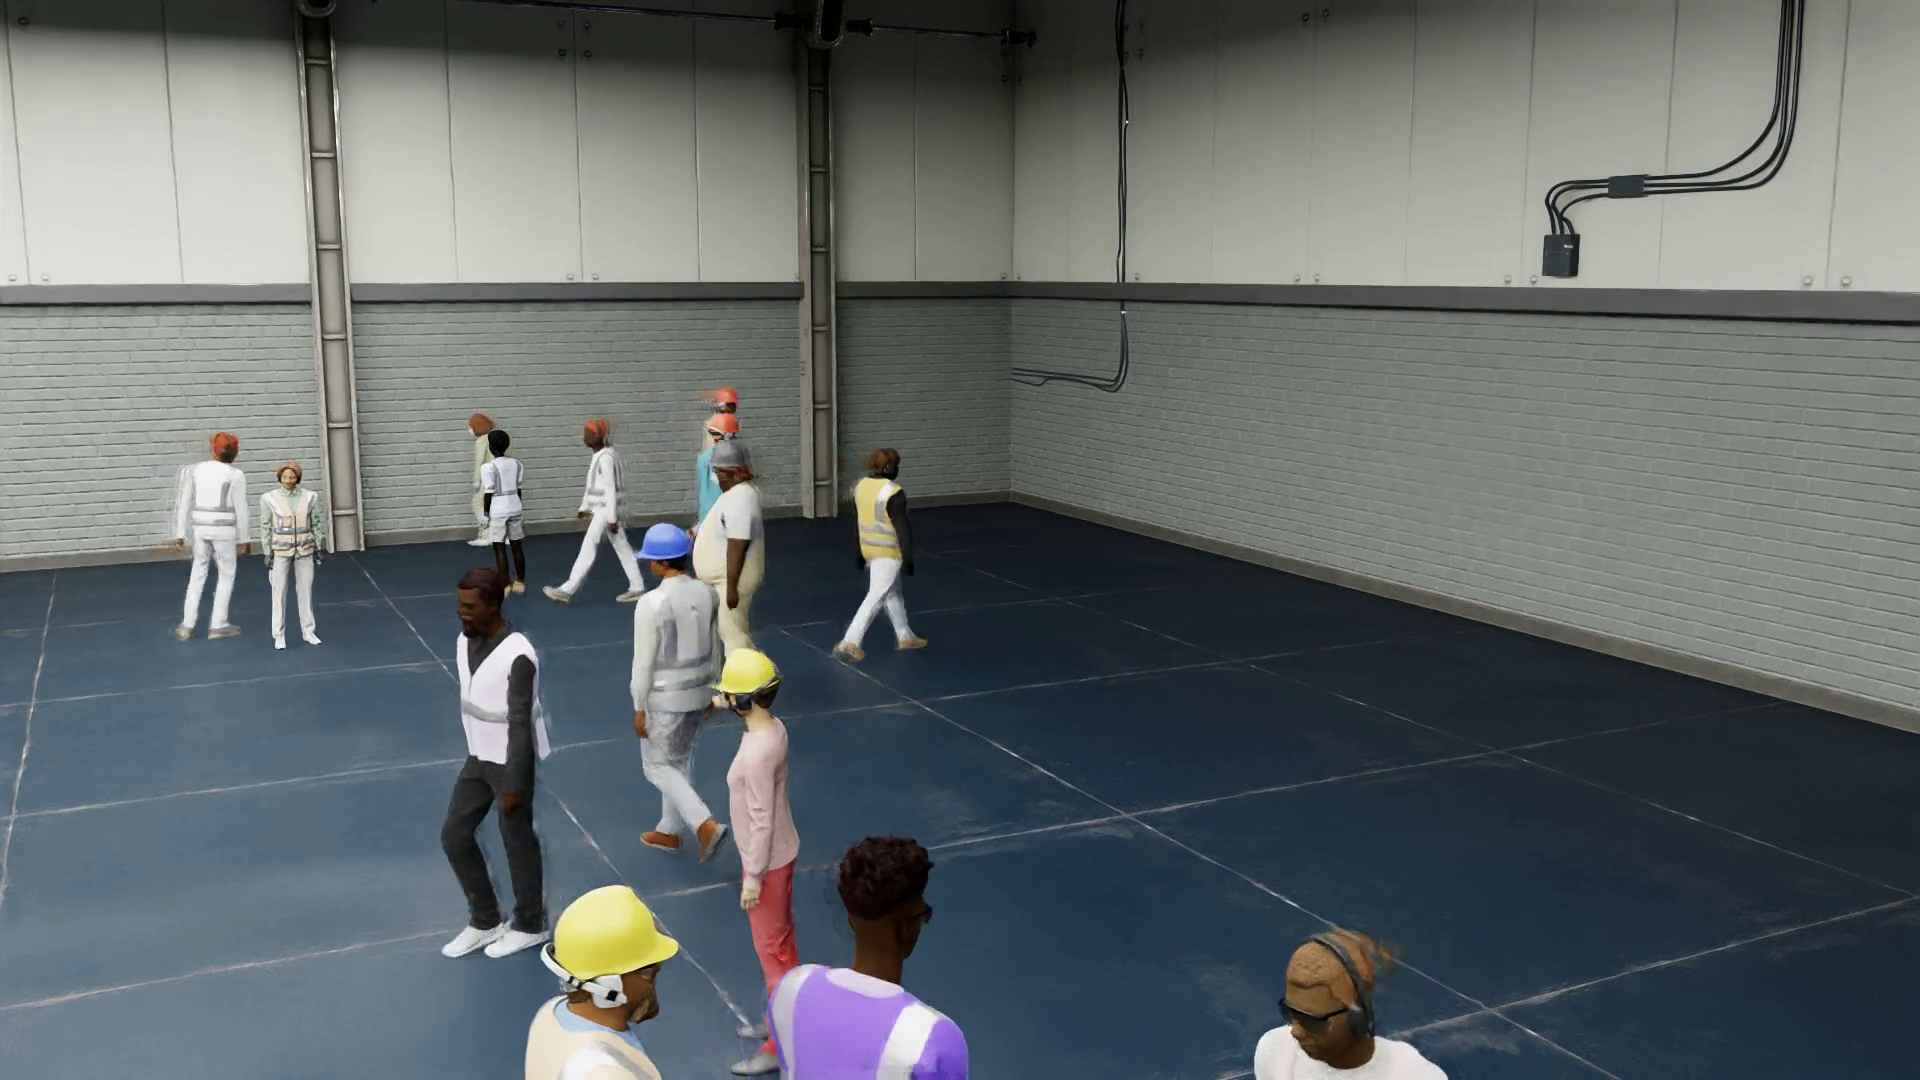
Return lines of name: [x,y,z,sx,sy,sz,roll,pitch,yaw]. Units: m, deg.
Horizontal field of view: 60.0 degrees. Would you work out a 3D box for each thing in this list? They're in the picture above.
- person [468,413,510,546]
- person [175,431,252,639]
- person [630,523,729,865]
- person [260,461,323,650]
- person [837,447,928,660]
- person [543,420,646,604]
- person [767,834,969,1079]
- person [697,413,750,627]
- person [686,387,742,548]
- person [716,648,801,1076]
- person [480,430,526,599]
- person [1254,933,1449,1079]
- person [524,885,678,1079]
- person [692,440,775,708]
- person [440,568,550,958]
person: [-5.630,-0.706,19.720,0.499,1.604,0.505,1,9,5]
person: [-6.687,-0.039,14.848,0.691,1.854,0.436,1,9,7]
person: [-1.540,0.853,9.158,0.753,1.918,0.626,7,12,37]
person: [-5.822,0.124,14.504,0.512,1.638,0.312,-7,12,-38]
person: [-0.668,0.110,14.104,0.949,1.802,0.639,-6,11,-34]
person: [-3.577,-0.269,16.318,1.027,1.819,0.586,-2,9,-11]
person: [-0.136,1.653,4.171,0.615,1.929,0.890,6,11,35]
person: [-2.169,-0.170,15.265,0.610,1.985,0.414,9,13,44]
person: [-2.747,-0.760,18.914,0.637,1.975,0.623,3,10,20]
person: [-0.823,1.309,6.818,0.329,1.765,0.526,0,9,0]
person: [-4.587,-0.260,16.683,0.321,1.696,0.537,5,11,30]
person: [0.976,1.767,4.029,1.008,1.774,0.502,-8,12,-39]
person: [-0.834,1.725,4.038,0.403,1.834,0.586,-5,10,-26]
person: [-1.734,0.252,12.474,0.536,2.000,0.701,-1,9,-7]
person: [-2.254,1.072,7.846,0.630,1.897,0.619,9,13,43]
